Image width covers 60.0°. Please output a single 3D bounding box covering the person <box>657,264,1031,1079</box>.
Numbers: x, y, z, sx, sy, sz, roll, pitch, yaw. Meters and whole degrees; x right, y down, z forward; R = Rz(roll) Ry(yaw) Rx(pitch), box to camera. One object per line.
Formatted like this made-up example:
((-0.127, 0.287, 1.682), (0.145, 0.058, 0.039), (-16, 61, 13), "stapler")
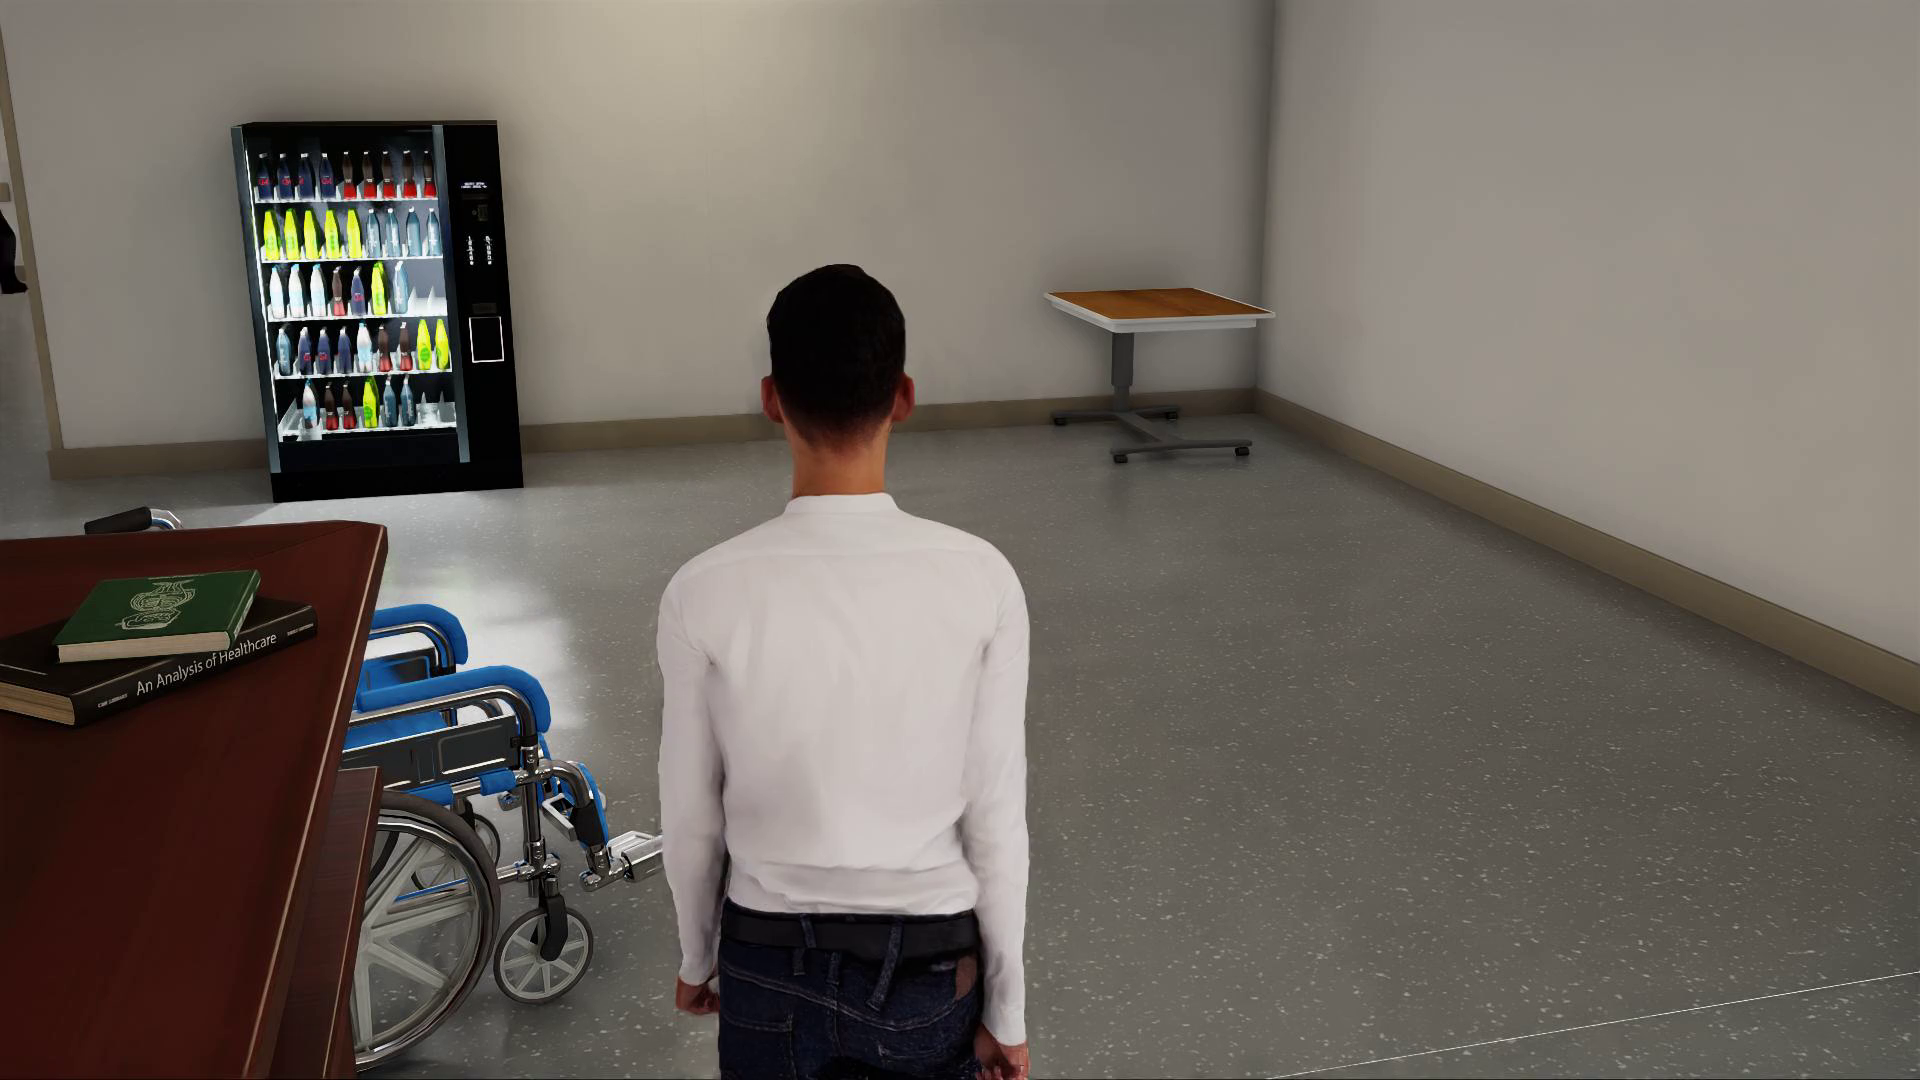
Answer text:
((-0.129, 0.610, 2.094), (0.975, 1.850, 0.763), (-2, 16, -9), "person")
